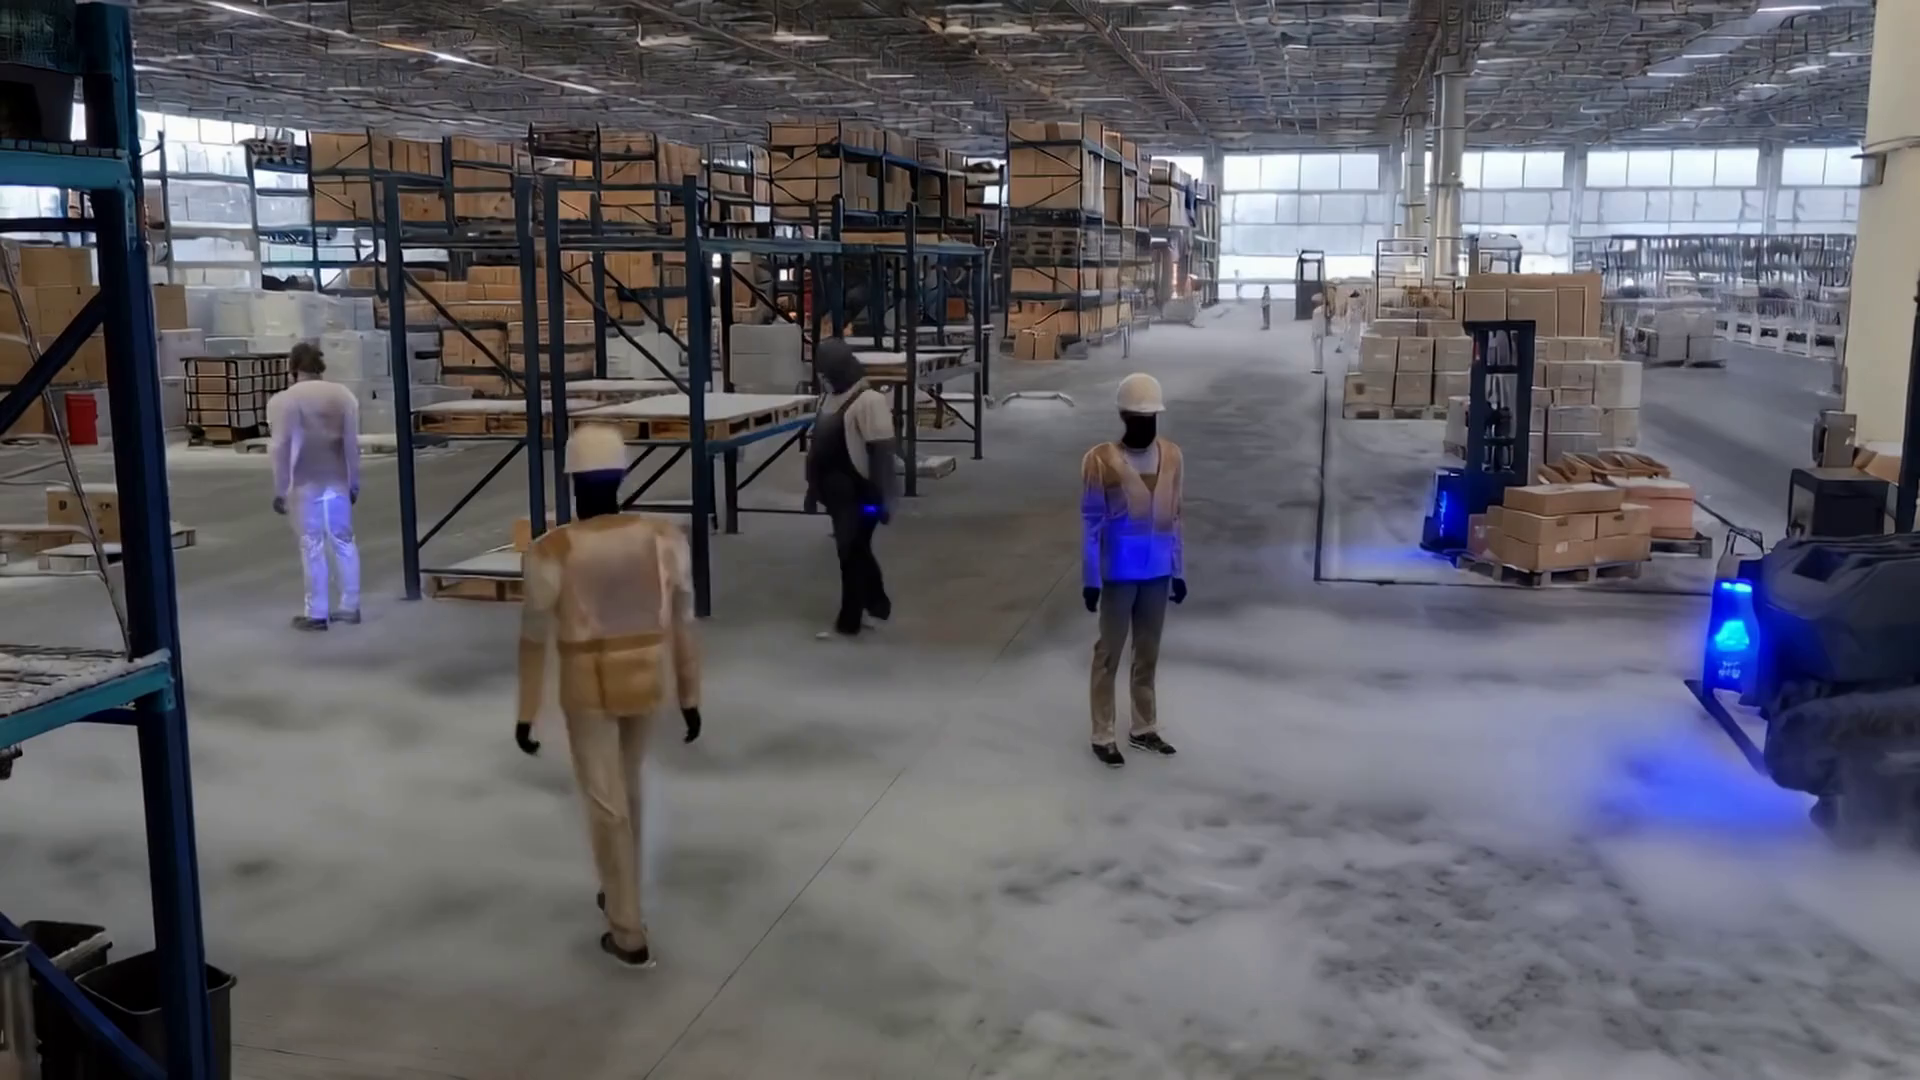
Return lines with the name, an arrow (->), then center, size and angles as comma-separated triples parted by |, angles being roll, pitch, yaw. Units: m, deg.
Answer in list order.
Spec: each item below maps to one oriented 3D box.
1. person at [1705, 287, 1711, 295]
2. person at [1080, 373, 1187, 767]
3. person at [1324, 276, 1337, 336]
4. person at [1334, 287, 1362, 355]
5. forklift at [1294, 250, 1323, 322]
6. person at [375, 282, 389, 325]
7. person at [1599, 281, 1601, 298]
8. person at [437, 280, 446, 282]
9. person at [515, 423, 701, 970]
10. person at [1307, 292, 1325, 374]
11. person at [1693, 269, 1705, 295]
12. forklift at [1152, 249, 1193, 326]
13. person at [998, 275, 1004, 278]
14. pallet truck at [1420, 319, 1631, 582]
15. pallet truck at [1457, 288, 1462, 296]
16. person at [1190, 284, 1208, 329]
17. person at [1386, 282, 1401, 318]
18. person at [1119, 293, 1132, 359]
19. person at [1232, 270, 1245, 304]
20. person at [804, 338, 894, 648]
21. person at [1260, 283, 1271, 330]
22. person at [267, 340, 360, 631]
person -> 38.617, -12.931, 85.853 | 0.564, 1.839, 0.396 | 2, 10, 14
person -> 0.867, 0.141, 8.186 | 0.596, 1.925, 0.372 | -5, 11, -29
person -> 11.979, -7.549, 53.694 | 0.356, 1.937, 0.552 | 6, 11, 31
person -> 10.095, -5.661, 43.026 | 0.626, 1.777, 0.946 | -7, 12, -34
forklift -> 13.778, -10.002, 65.433 | 1.129, 2.768, 1.873 | 2, 10, 12
person -> -14.480, -5.572, 42.078 | 0.587, 1.911, 0.397 | -5, 11, -27
person -> 31.477, -12.343, 82.506 | 0.892, 1.784, 0.596 | 4, 10, 20
person -> -12.119, -5.112, 39.093 | 0.618, 1.993, 0.396 | 6, 11, 31
person -> -1.295, 0.532, 5.929 | 0.620, 1.900, 0.750 | -7, 12, -35
person -> 7.717, -4.476, 36.009 | 0.327, 1.767, 0.533 | -1, 10, -6
person -> 35.464, -11.987, 79.801 | 0.609, 1.996, 0.379 | 0, 10, -2
forklift -> 7.646, -9.320, 61.395 | 1.873, 2.768, 1.129 | 2, 10, 11
person -> 2.229, -13.196, 87.513 | 0.634, 1.819, 0.717 | 1, 10, 8
pallet truck -> 4.543, -0.757, 13.299 | 0.823, 1.965, 1.885 | -4, 10, -22
pallet truck -> 20.506, -9.785, 68.819 | 0.653, 1.274, 1.630 | 2, 10, 12
person -> 8.509, -8.313, 59.203 | 0.703, 1.603, 0.521 | 3, 10, 19
person -> 10.100, -5.044, 38.863 | 0.354, 1.939, 0.544 | 4, 10, 24
person -> 4.119, -5.328, 41.421 | 0.313, 1.639, 0.518 | 1, 10, 5
person -> 15.415, -13.975, 91.895 | 0.704, 1.897, 0.390 | 2, 10, 13
person -> -0.704, -0.362, 10.834 | 0.710, 2.000, 0.735 | -5, 11, -29
person -> 10.712, -8.163, 58.228 | 0.285, 1.633, 0.499 | 7, 12, 37
person -> -4.309, -0.360, 11.131 | 0.378, 1.937, 0.629 | 7, 12, 37
